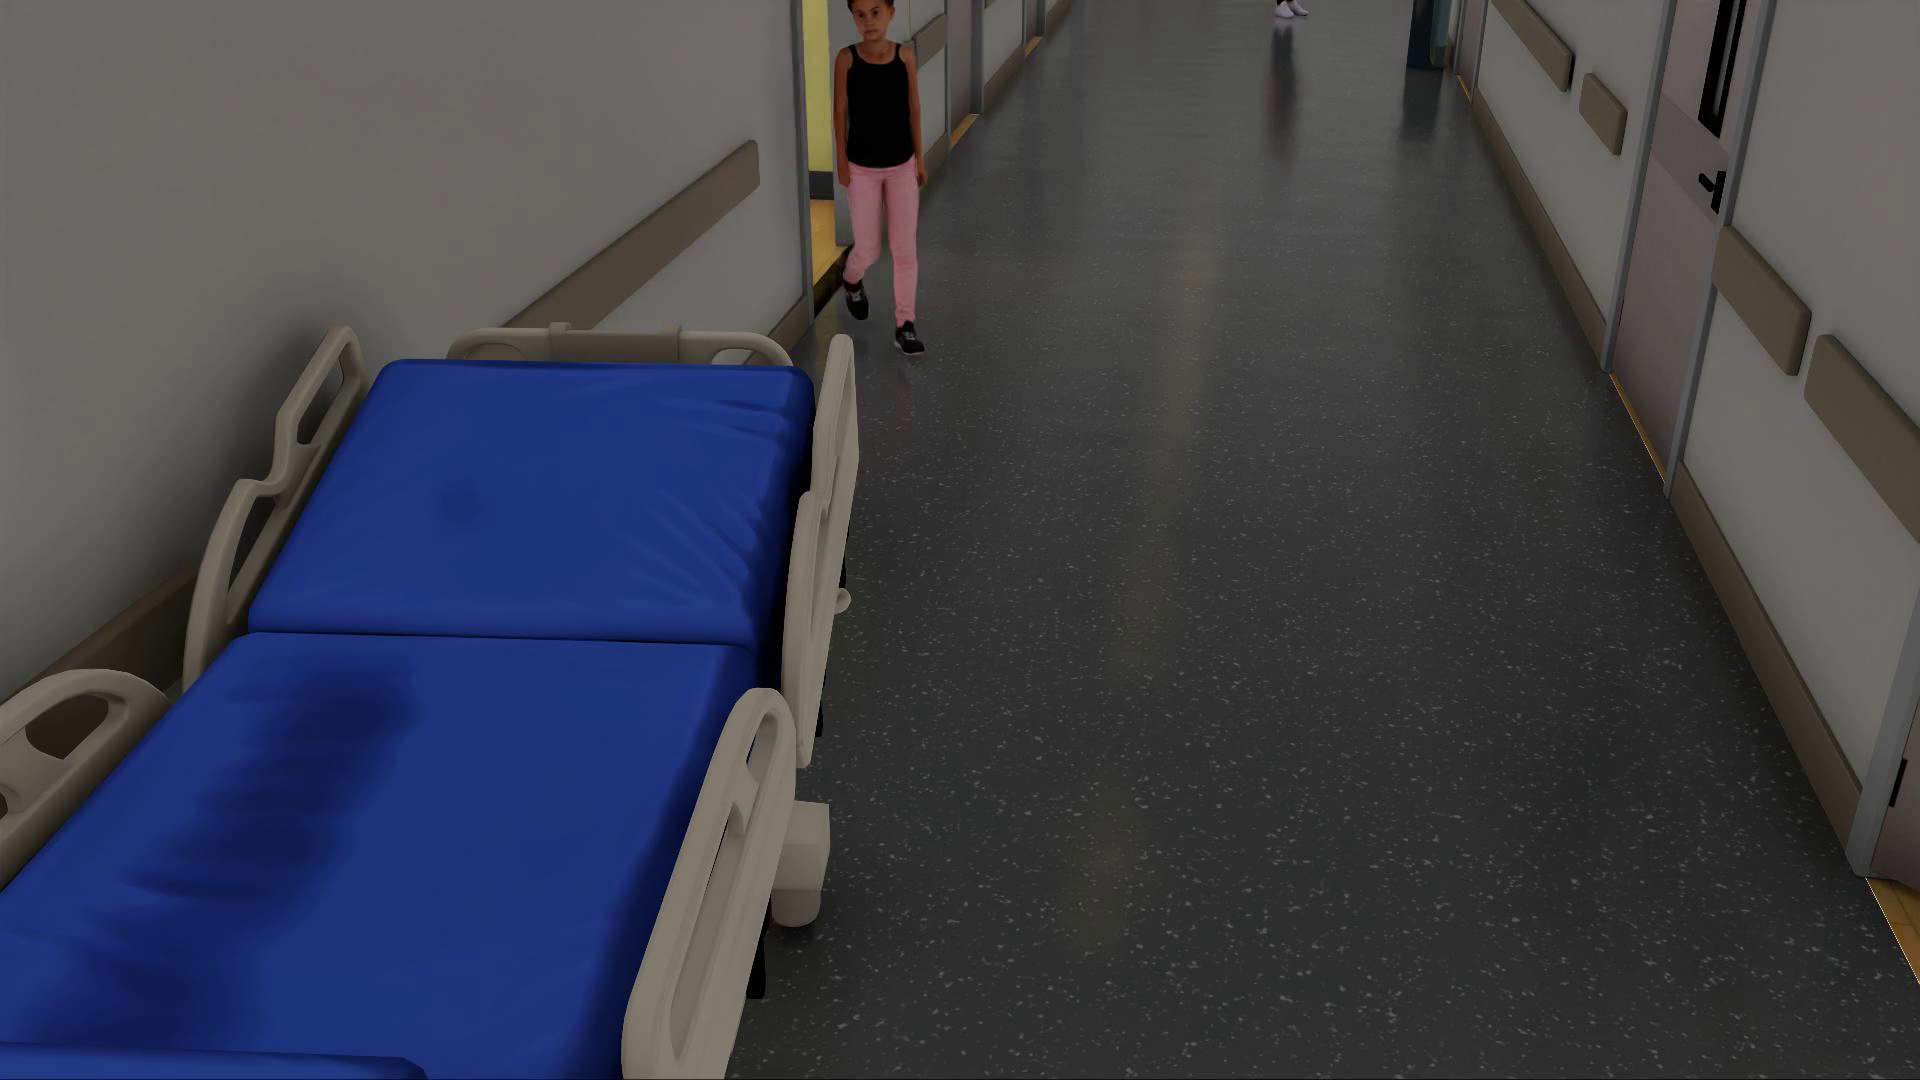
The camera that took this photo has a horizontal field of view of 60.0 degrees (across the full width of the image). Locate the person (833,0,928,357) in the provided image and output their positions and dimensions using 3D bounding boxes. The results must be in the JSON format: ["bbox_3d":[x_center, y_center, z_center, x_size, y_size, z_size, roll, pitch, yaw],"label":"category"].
[{"bbox_3d":[-0.358,-1.575,7.049,0.910,1.544,0.844,-9,27,-17],"label":"person"}]

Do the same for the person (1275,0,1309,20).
[{"bbox_3d":[3.173,-5.796,15.695,0.715,1.638,0.763,-20,32,-36],"label":"person"}]
